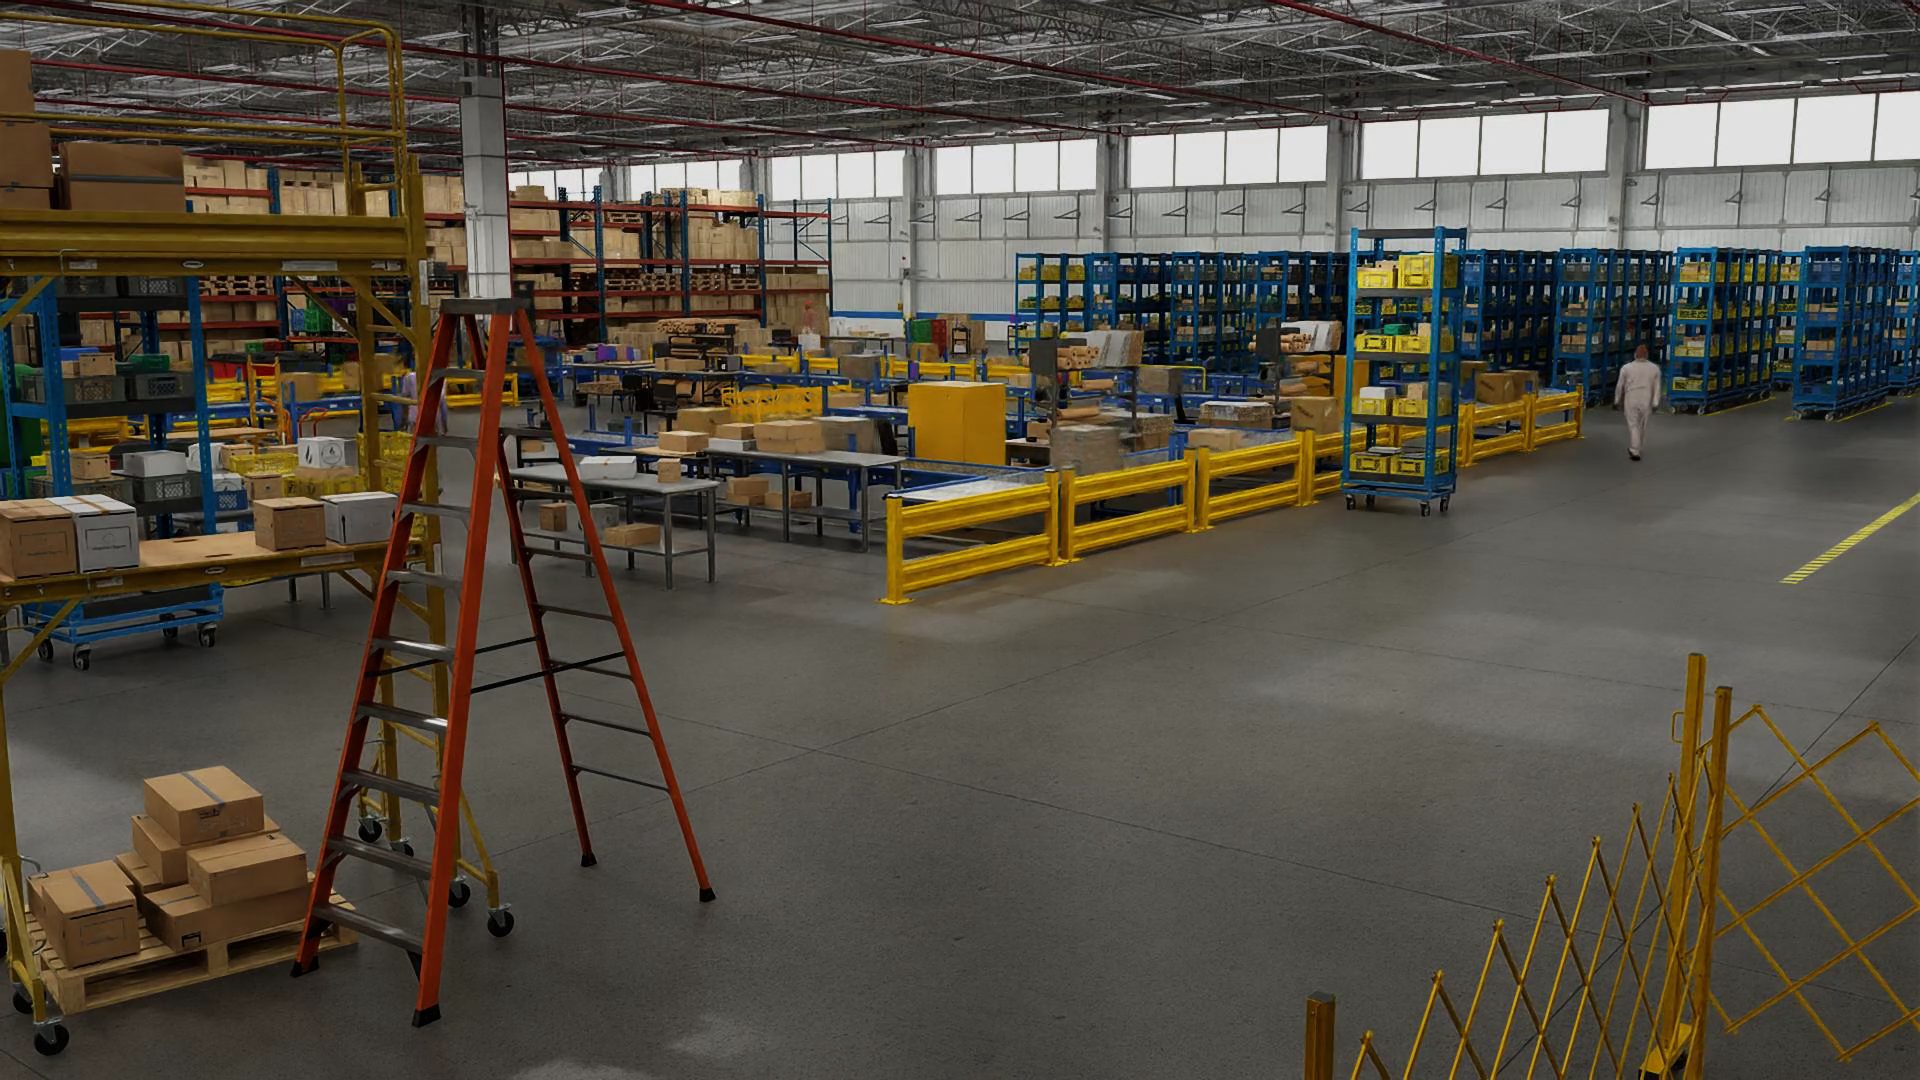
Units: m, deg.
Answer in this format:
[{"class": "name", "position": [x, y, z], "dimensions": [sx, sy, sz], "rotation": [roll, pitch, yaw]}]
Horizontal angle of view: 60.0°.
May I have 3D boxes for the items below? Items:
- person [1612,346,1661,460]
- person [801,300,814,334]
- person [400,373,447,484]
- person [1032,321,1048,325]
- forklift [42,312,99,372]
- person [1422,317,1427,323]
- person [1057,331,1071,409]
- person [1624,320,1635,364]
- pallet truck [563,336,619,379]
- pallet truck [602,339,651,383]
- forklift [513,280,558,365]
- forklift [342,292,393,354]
[{"class": "person", "position": [11.085, -2.253, 27.273], "dimensions": [0.653, 1.853, 0.990], "rotation": [1, 9, 4]}, {"class": "person", "position": [-6.008, -8.448, 65.555], "dimensions": [0.650, 1.977, 0.476], "rotation": [8, 12, 39]}, {"class": "person", "position": [-7.572, -1.701, 23.501], "dimensions": [0.709, 1.973, 1.016], "rotation": [-1, 9, -4]}, {"class": "person", "position": [2.529, -6.171, 51.719], "dimensions": [0.641, 1.870, 0.966], "rotation": [-1, 9, -6]}, {"class": "forklift", "position": [-23.779, -5.451, 44.052], "dimensions": [1.873, 2.768, 1.129], "rotation": [7, 11, 36]}, {"class": "person", "position": [13.332, -5.495, 47.745], "dimensions": [0.944, 1.776, 0.612], "rotation": [6, 11, 33]}, {"class": "person", "position": [2.301, -3.700, 36.593], "dimensions": [0.313, 1.767, 0.534], "rotation": [5, 11, 31]}, {"class": "person", "position": [17.880, -4.985, 44.488], "dimensions": [0.914, 1.811, 0.581], "rotation": [6, 11, 34]}, {"class": "pallet truck", "position": [-10.690, -5.294, 48.215], "dimensions": [1.601, 1.201, 0.680], "rotation": [-5, 10, -26]}, {"class": "pallet truck", "position": [-8.991, -4.871, 45.351], "dimensions": [0.653, 1.274, 1.630], "rotation": [7, 11, 37]}, {"class": "forklift", "position": [-13.679, -6.754, 52.184], "dimensions": [1.129, 2.768, 1.873], "rotation": [7, 11, 37]}, {"class": "forklift", "position": [-16.485, -5.622, 45.120], "dimensions": [1.129, 2.768, 1.873], "rotation": [7, 11, 37]}]
